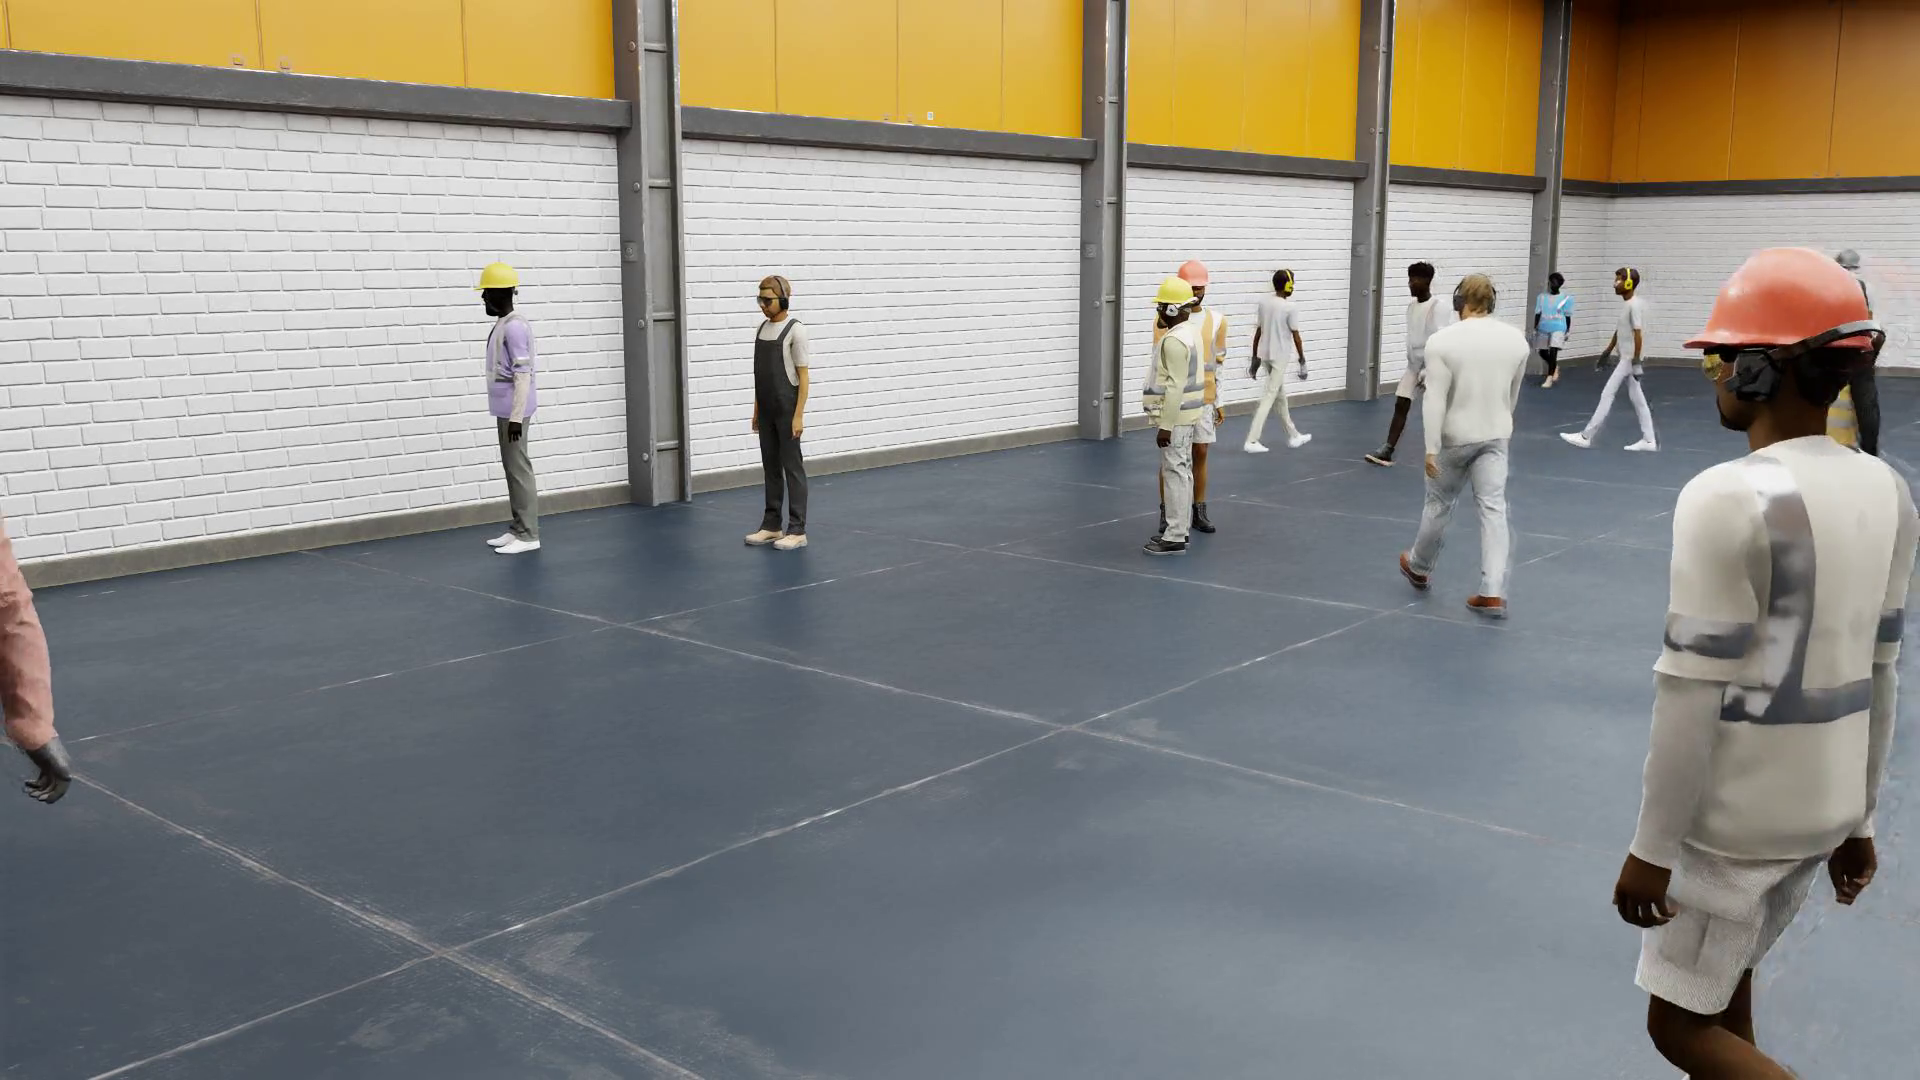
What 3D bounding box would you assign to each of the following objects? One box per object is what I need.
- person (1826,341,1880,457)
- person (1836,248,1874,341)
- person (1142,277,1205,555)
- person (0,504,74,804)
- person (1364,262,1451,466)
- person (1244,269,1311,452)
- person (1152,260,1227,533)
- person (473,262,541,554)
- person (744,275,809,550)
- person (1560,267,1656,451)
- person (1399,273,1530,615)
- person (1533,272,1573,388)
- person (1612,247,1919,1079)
[{"bbox_3d":[5.090,-0.581,9.747,0.794,1.809,0.648,-5,11,-27],"label":"person"},{"bbox_3d":[9.599,-2.166,18.111,0.684,2.000,0.550,0,10,1],"label":"person"},{"bbox_3d":[1.406,-0.816,11.018,0.404,1.833,0.590,3,10,16],"label":"person"},{"bbox_3d":[-2.317,0.472,3.602,0.934,1.862,0.658,7,12,35],"label":"person"},{"bbox_3d":[4.302,-1.621,15.439,1.053,1.905,0.607,-5,11,-25],"label":"person"},{"bbox_3d":[3.200,-1.788,16.615,0.996,1.813,0.540,-6,12,-32],"label":"person"},{"bbox_3d":[1.633,-1.008,11.815,0.545,1.938,0.357,-2,10,-9],"label":"person"},{"bbox_3d":[-3.007,-0.872,11.065,0.371,1.925,0.595,-4,11,-23],"label":"person"},{"bbox_3d":[-1.225,-0.857,11.221,0.505,1.844,0.346,9,14,43],"label":"person"},{"bbox_3d":[6.557,-1.800,16.646,0.961,1.823,0.507,4,11,21],"label":"person"},{"bbox_3d":[2.873,-0.562,9.432,0.625,1.871,1.066,-1,10,-6],"label":"person"},{"bbox_3d":[8.684,-3.076,24.314,0.539,1.678,0.701,9,14,42],"label":"person"},{"bbox_3d":[1.521,0.495,3.000,0.610,2.028,0.742,-7,12,-35],"label":"person"}]
